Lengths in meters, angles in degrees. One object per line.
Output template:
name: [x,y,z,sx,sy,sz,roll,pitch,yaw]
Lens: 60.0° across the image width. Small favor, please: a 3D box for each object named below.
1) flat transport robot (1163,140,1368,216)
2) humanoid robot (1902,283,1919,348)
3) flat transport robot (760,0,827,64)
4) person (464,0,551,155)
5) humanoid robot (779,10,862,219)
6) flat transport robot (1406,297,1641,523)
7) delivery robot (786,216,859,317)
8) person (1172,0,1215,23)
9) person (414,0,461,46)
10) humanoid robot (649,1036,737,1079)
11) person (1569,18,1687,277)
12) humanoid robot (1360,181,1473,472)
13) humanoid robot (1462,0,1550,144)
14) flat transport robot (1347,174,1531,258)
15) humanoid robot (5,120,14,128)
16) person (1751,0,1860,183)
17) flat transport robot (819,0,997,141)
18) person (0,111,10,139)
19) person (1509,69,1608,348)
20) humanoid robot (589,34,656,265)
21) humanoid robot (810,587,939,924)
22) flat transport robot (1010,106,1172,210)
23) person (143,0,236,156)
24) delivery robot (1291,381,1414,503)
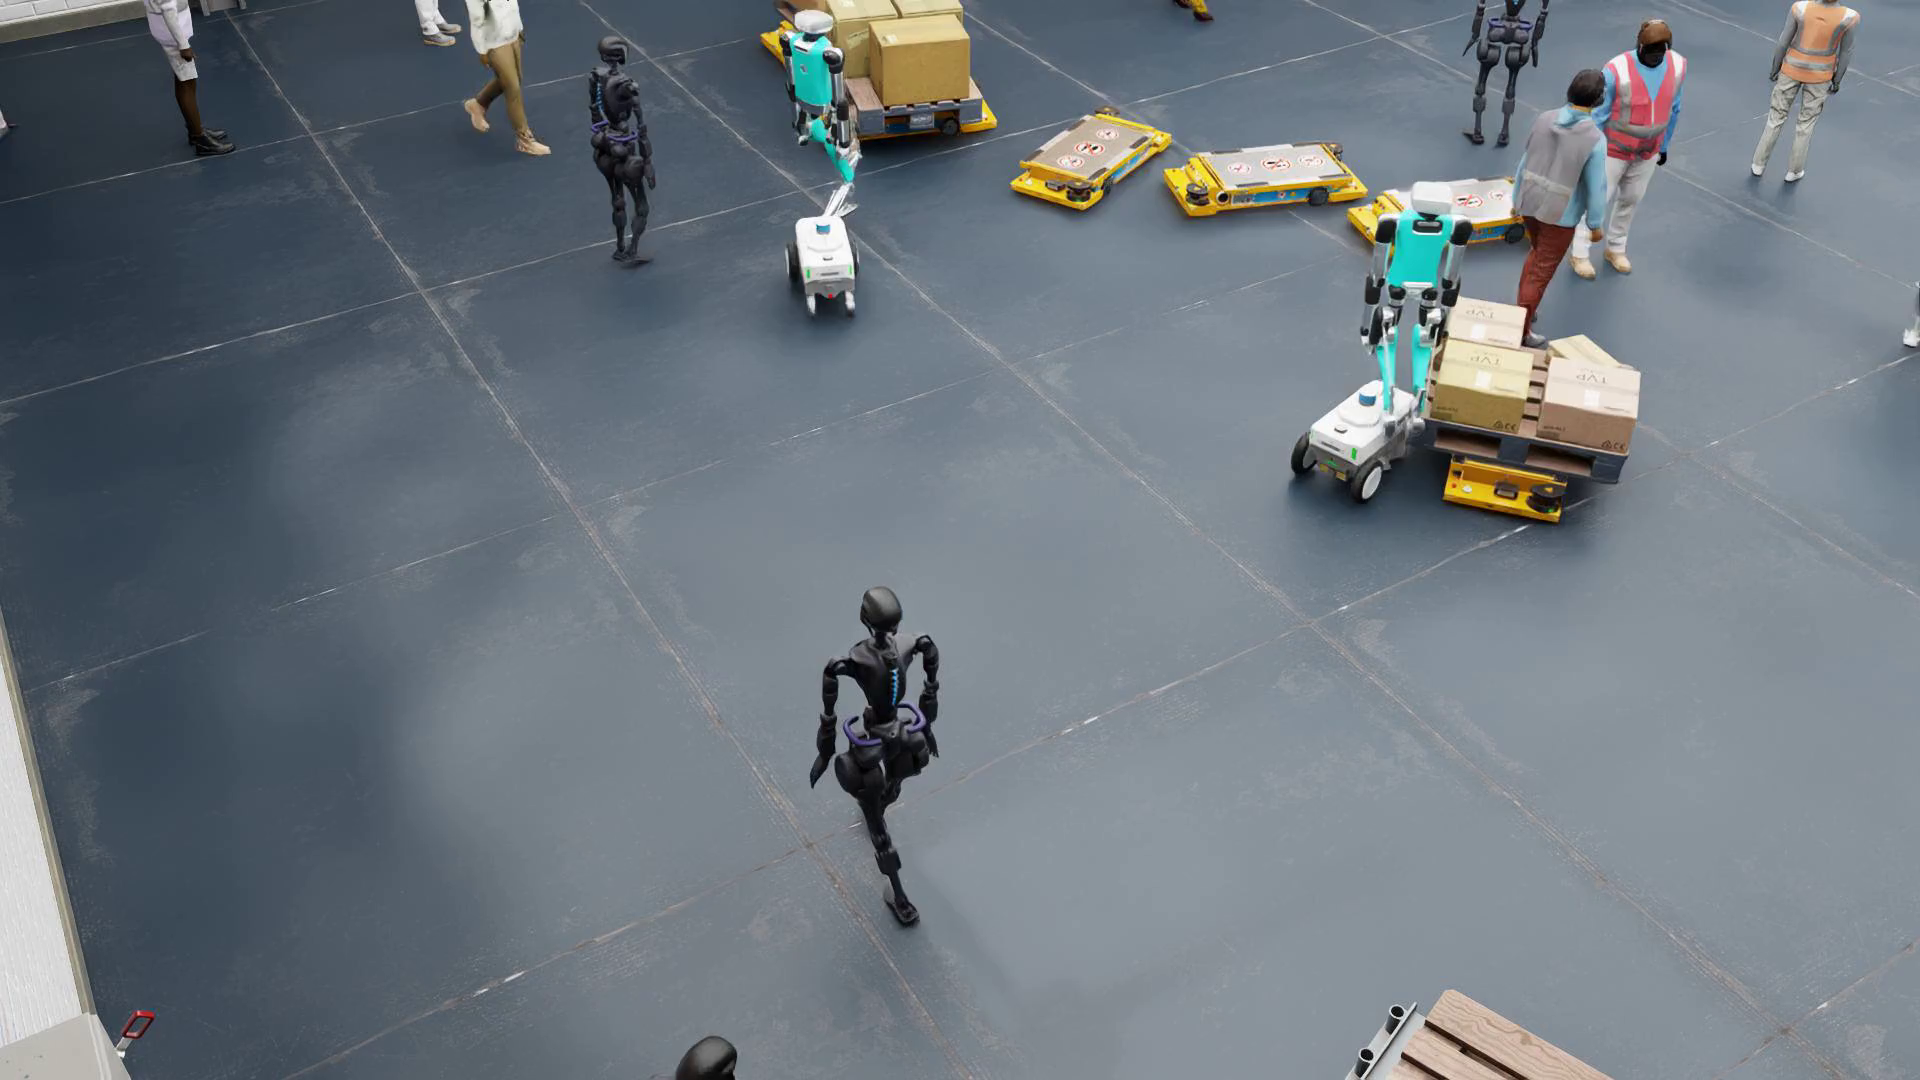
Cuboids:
flat transport robot: [2.349,-2.783,12.803,1.431,0.231,0.659,-8,39,-10]
humanoid robot: [6.464,-1.965,10.569,0.785,1.748,0.541,-17,41,-20]
flat transport robot: [-1.032,-4.613,15.112,1.431,0.231,0.659,-17,42,-21]
person: [-3.671,-3.908,13.041,0.761,1.745,0.529,12,40,15]
humanoid robot: [-0.892,-2.962,11.846,0.553,1.750,0.958,26,45,29]
flat transport robot: [3.362,-0.634,10.092,0.659,0.231,1.431,13,40,15]
delivery robot: [-0.938,-1.944,11.525,0.499,0.606,0.796,-6,39,-8]
person: [2.255,-5.657,15.245,0.561,1.716,0.799,-27,46,-30]
person: [-4.792,-5.366,14.765,0.356,1.882,0.571,-2,38,-2]
humanoid robot: [-0.823,2.192,5.401,0.588,1.644,0.474,16,41,19]
person: [4.589,-2.694,11.438,0.636,1.829,0.430,-7,39,-8]
humanoid robot: [2.577,-1.122,9.519,0.530,1.787,0.659,1,38,2]
humanoid robot: [4.301,-3.953,13.141,0.585,1.646,0.327,6,39,8]
flat transport robot: [3.674,-2.403,12.324,1.431,0.231,0.659,-10,39,-12]
humanoid robot: [-8.010,-4.060,13.280,0.605,1.651,0.389,30,47,32]
person: [6.420,-3.518,12.627,0.521,1.636,0.308,21,43,24]
flat transport robot: [-0.465,-3.541,13.760,1.431,0.231,0.659,-9,39,-11]
person: [-8.045,-4.048,13.145,0.571,1.833,0.397,19,42,22]
person: [3.842,-2.109,10.668,0.620,1.853,0.584,-20,43,-24]
humanoid robot: [-2.393,-2.704,11.579,0.601,1.647,0.380,28,46,30]
humanoid robot: [-0.368,0.852,7.117,0.589,1.628,0.774,-18,42,-21]
flat transport robot: [1.048,-3.017,13.099,0.659,0.231,1.431,22,43,26]
person: [-6.090,-3.958,12.953,0.381,1.927,0.544,-18,42,-22]
delivery robot: [2.343,-0.613,9.851,0.525,0.614,0.786,30,47,32]
